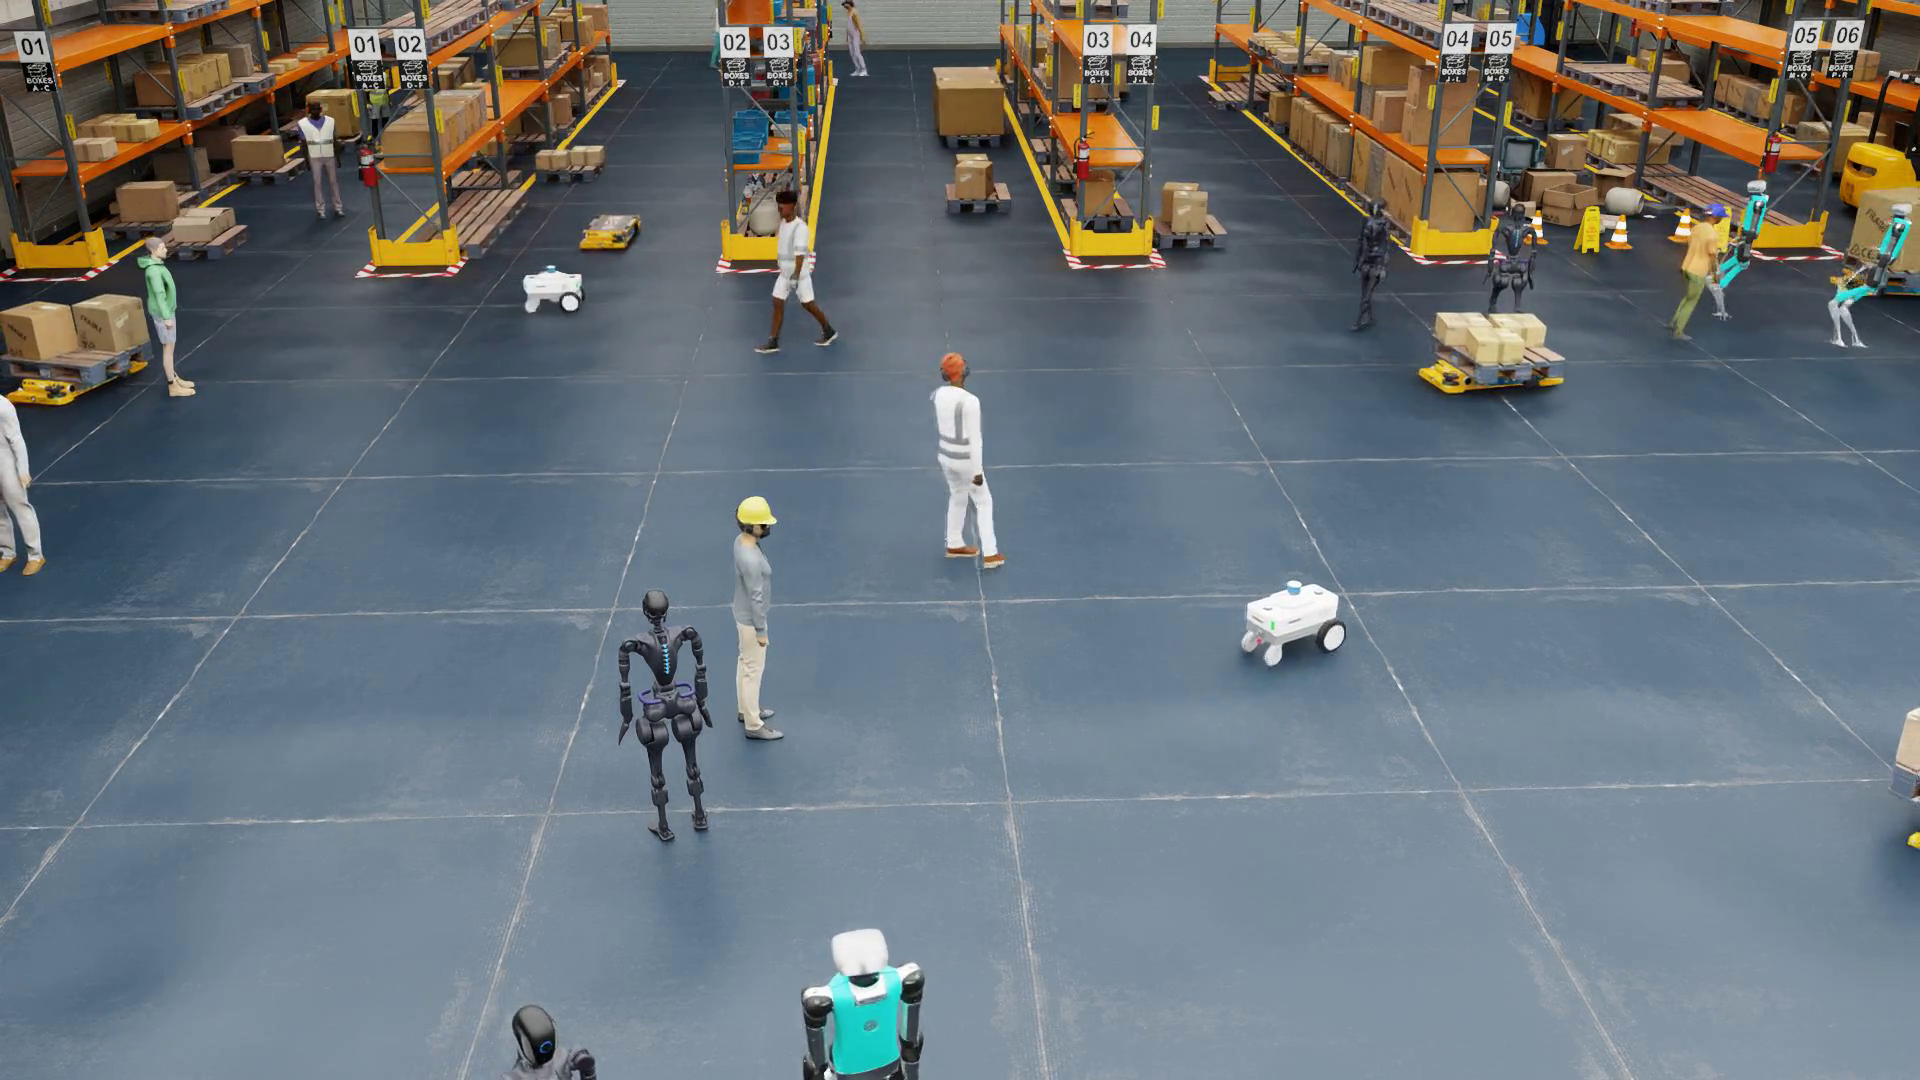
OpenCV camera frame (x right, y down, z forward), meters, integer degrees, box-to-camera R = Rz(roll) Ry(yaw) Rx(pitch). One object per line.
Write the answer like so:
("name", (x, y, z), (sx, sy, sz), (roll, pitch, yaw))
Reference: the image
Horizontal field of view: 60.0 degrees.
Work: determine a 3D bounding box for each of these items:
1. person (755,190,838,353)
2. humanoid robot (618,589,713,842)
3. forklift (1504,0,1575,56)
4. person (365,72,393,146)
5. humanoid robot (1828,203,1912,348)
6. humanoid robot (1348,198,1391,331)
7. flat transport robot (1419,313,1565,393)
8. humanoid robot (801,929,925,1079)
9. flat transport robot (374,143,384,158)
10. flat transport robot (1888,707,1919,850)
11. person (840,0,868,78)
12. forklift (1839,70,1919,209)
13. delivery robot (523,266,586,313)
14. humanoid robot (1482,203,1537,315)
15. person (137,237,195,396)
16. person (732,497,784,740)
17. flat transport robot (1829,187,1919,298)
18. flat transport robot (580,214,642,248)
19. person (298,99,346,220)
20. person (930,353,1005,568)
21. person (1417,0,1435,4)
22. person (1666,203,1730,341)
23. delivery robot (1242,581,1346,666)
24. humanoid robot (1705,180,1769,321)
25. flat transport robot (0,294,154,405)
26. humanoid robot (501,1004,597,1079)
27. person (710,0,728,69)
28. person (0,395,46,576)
("person", (-1.926, -3.166, 19.582), (1.004, 1.915, 0.609), (-16, 28, -32))
("humanoid robot", (-1.826, 1.074, 10.311), (0.601, 1.657, 0.313), (-11, 26, -23))
("forklift", (14.700, -13.805, 42.301), (1.873, 2.768, 1.129), (-1, 24, -2))
("person", (-10.835, -8.146, 31.022), (0.320, 1.694, 0.532), (17, 29, 34))
("humanoid robot", (10.682, -3.140, 19.710), (0.804, 1.753, 0.537), (14, 27, 28))
("humanoid robot", (5.020, -3.379, 20.343), (0.574, 1.644, 0.617), (-11, 26, -23))
("flat transport robot", (5.974, -1.877, 18.691), (1.431, 0.231, 0.659), (-5, 25, -12))
("humanoid robot", (-0.513, 2.347, 7.463), (0.530, 1.778, 1.009), (-9, 26, -20))
("flat transport robot", (-10.364, -7.304, 30.884), (0.659, 0.231, 1.431), (-1, 24, -2))
("flat transport robot", (6.687, 1.782, 10.469), (1.431, 0.231, 0.659), (-15, 28, -31))
("person", (-2.513, -11.843, 39.175), (0.499, 1.819, 0.579), (-12, 27, -25))
("forklift", (15.132, -6.143, 25.915), (2.313, 2.155, 1.214), (-1, 24, -2))
("delivery robot", (-5.216, -3.223, 21.353), (0.785, 0.587, 0.499), (-2, 24, -4))
("humanoid robot", (6.606, -3.213, 19.975), (0.607, 1.636, 0.612), (1, 24, 3))
("person", (-8.673, -2.440, 18.142), (0.317, 1.741, 0.483), (-10, 26, -20))
("person", (-1.400, 0.526, 11.452), (0.324, 1.765, 0.529), (-6, 25, -14))
("flat transport robot", (12.444, -3.408, 22.131), (1.431, 0.231, 0.659), (4, 24, 8))
("flat transport robot", (-5.207, -4.615, 24.841), (0.659, 0.231, 1.431), (0, 24, 0))
("person", (-9.932, -5.932, 25.879), (0.557, 1.836, 0.395), (-15, 28, -29))
("person", (0.077, -0.661, 14.010), (0.478, 1.852, 0.693), (-17, 29, -34))
("person", (11.699, -13.061, 41.939), (0.383, 1.798, 0.596), (-18, 29, -34))
("person", (8.841, -3.199, 19.900), (0.470, 1.691, 0.470), (-5, 25, -12))
("delivery robot", (2.551, 0.592, 12.761), (0.756, 0.571, 0.499), (-14, 28, -29))
("humanoid robot", (9.609, -3.576, 20.769), (0.656, 1.845, 0.551), (8, 25, 17))
("flat transport robot", (-9.848, -1.830, 18.585), (0.659, 0.231, 1.431), (6, 25, 12))
("humanoid robot", (-1.758, 2.598, 6.907), (0.492, 1.637, 0.597), (22, 32, 40))
("person", (-5.707, -12.360, 40.462), (0.917, 1.719, 0.535), (-6, 25, -12))
("person", (-8.035, -0.610, 13.858), (0.569, 1.889, 0.389), (3, 24, 6))
